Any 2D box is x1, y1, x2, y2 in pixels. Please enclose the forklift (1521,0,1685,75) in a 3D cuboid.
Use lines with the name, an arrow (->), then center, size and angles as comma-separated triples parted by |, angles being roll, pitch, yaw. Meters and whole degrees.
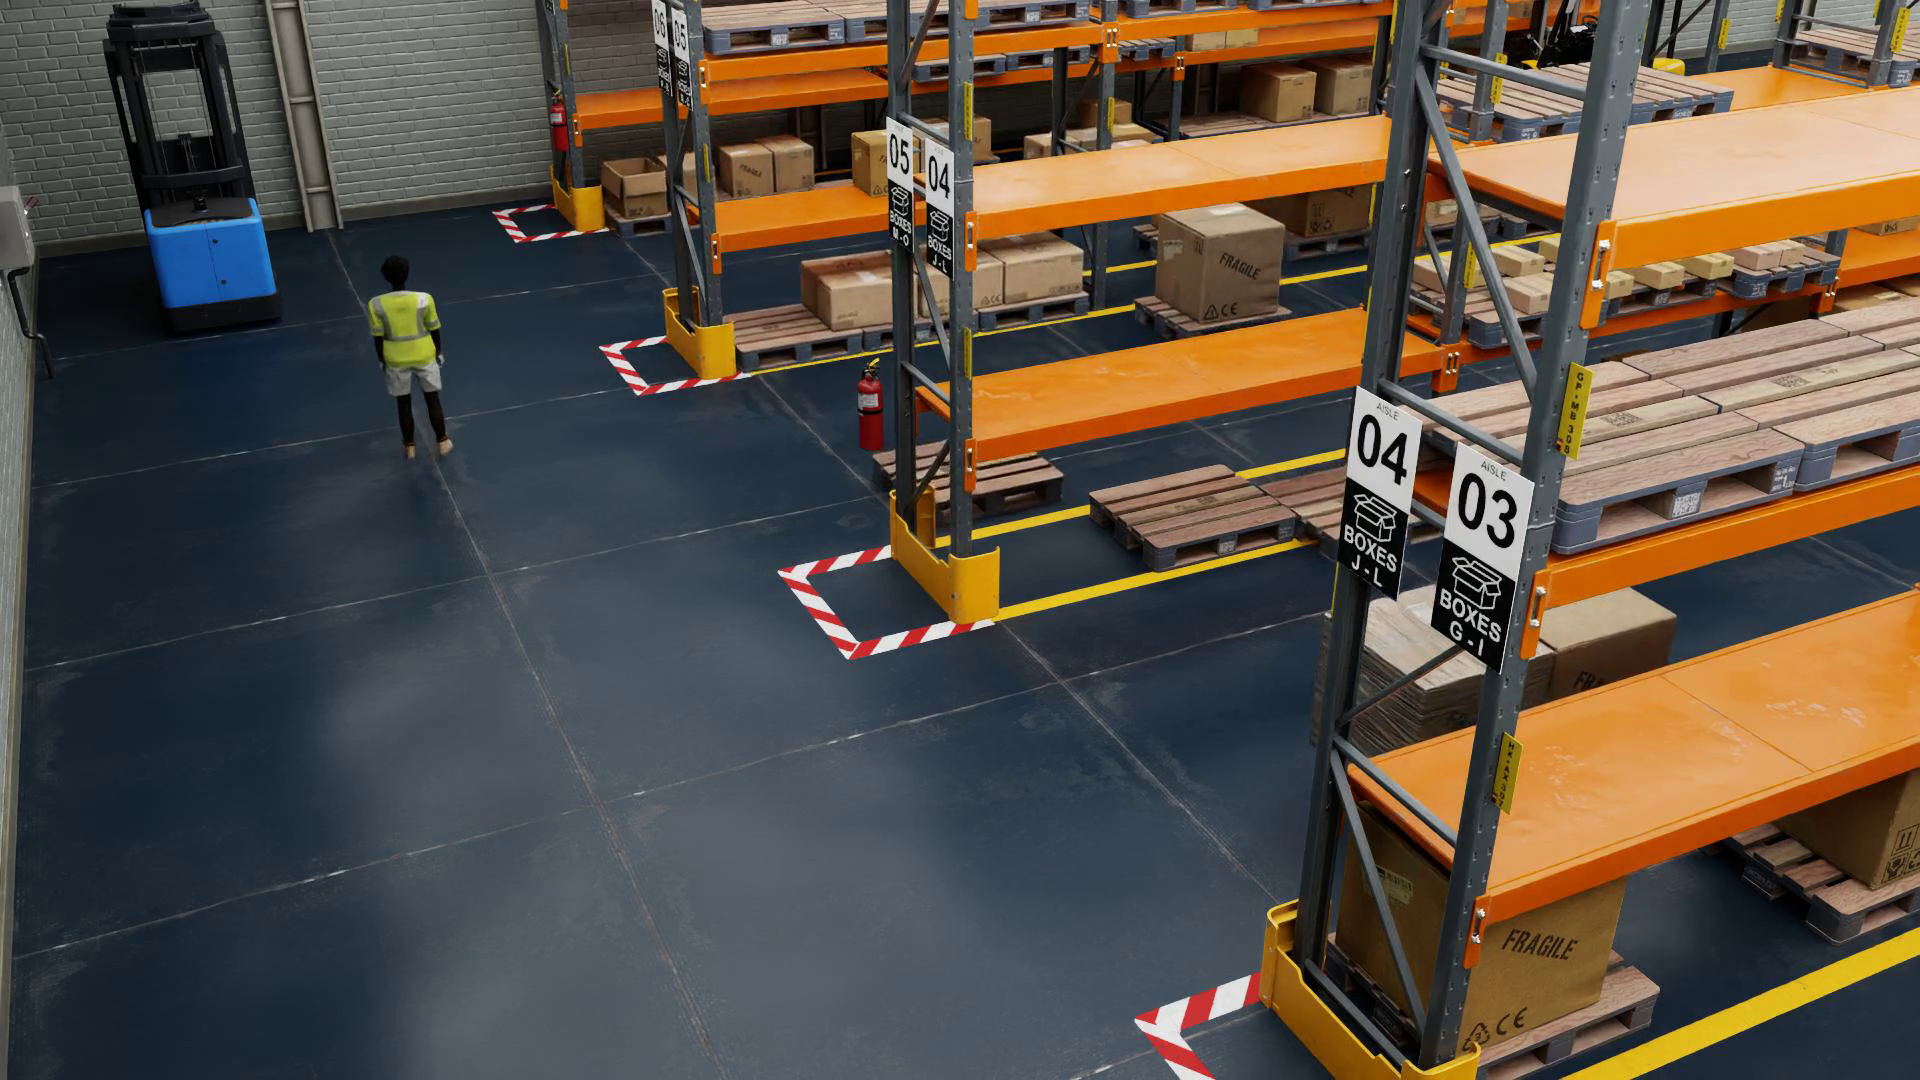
forklift -> 8.950, -6.807, 23.056 | 1.214, 2.155, 2.313 | -12, 30, -22

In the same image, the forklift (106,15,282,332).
forklift -> -7.548, -3.672, 16.323 | 1.129, 2.768, 1.873 | -12, 30, -22

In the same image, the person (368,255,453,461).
person -> -4.404, -1.455, 13.335 | 0.539, 1.695, 0.317 | -8, 29, -15
